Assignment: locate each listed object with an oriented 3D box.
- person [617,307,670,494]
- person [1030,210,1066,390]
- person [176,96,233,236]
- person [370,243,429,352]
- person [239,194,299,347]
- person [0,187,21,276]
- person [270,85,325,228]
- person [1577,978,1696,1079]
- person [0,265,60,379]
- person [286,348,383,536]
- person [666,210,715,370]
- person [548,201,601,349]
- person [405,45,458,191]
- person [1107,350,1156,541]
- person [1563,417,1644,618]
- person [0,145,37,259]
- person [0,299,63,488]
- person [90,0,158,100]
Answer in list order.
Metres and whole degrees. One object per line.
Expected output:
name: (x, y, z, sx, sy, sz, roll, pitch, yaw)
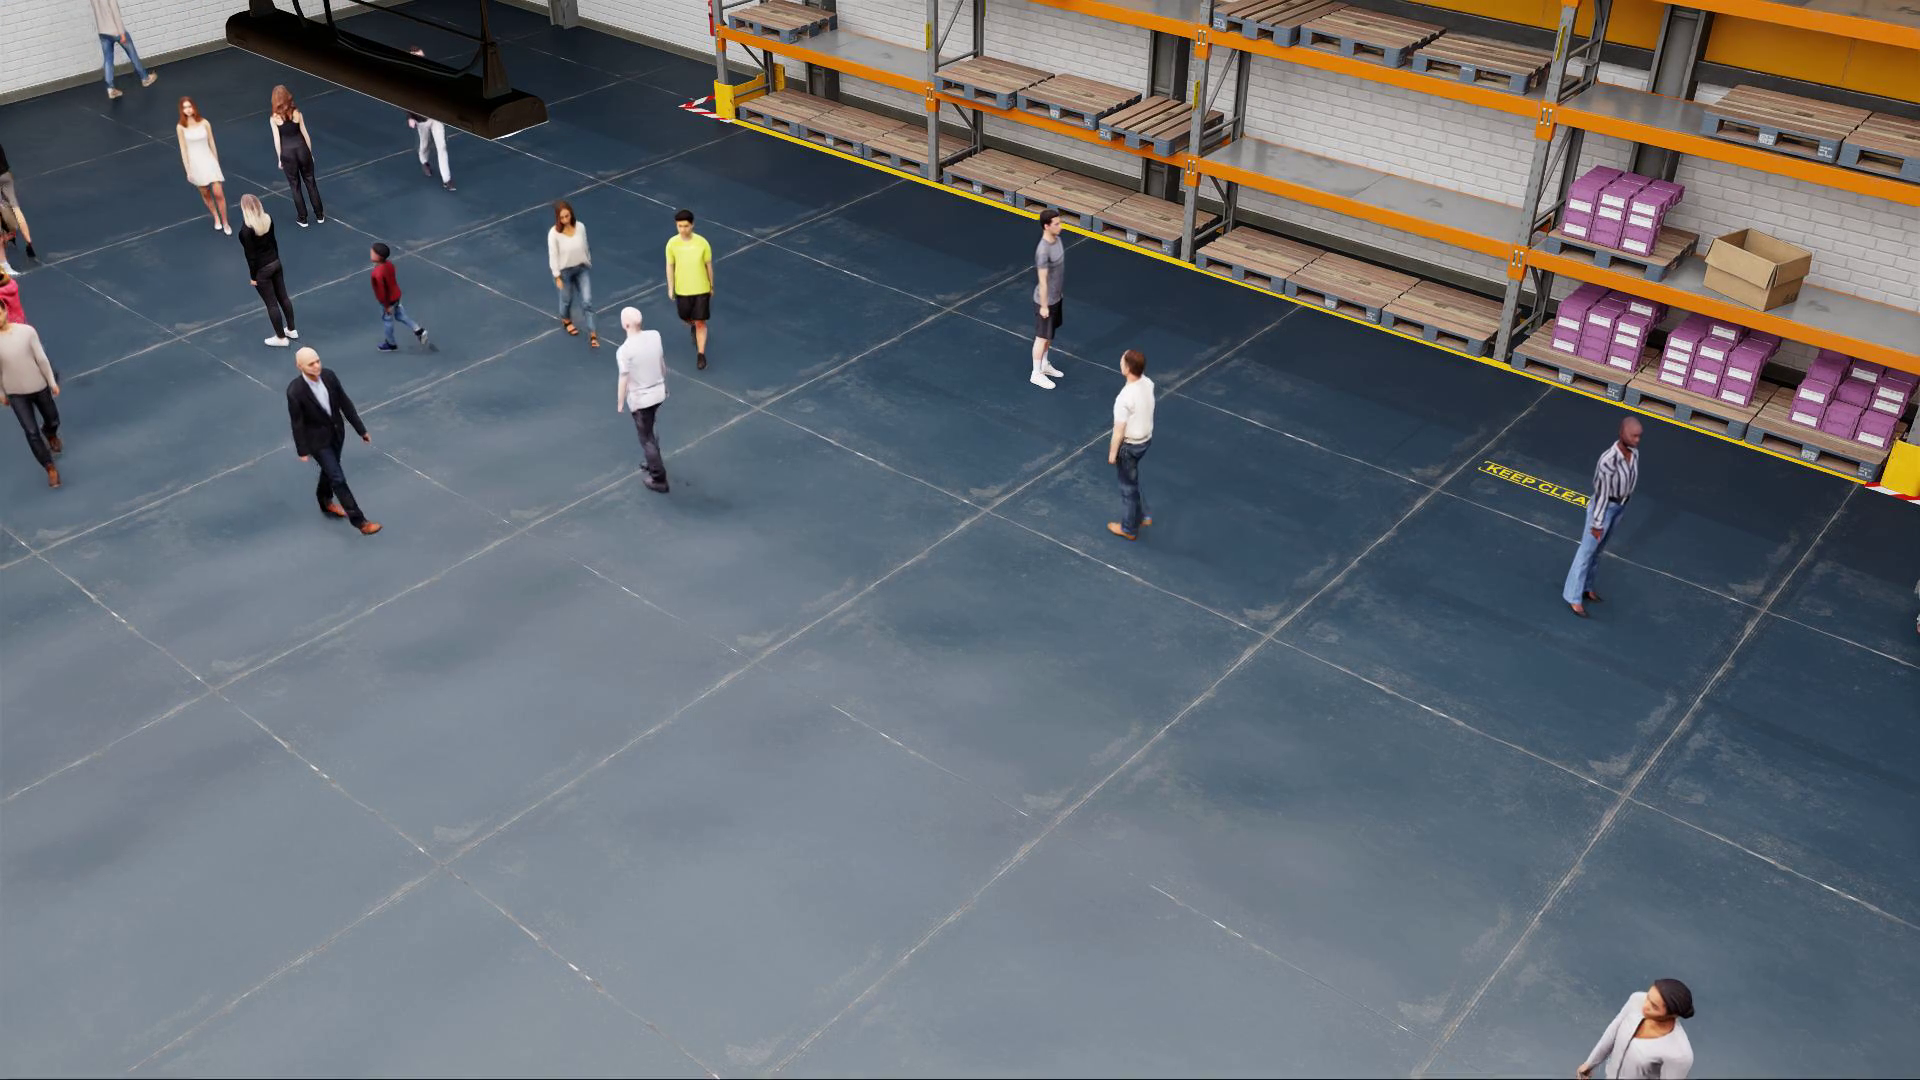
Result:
person: (-2.799, -1.257, 15.136, 0.757, 1.816, 0.726, 20, 38, 27)
person: (0.890, -2.485, 16.931, 0.655, 1.873, 0.719, 12, 36, 18)
person: (-9.243, -4.591, 20.265, 0.748, 1.691, 0.870, -13, 36, -19)
person: (-5.985, -2.566, 17.626, 0.842, 1.239, 0.711, 6, 34, 10)
person: (-7.363, -2.874, 17.685, 0.659, 1.687, 0.677, 10, 35, 15)
person: (-11.300, -3.875, 19.239, 0.902, 1.834, 0.805, 8, 34, 11)
person: (-8.153, -4.717, 20.403, 0.634, 1.748, 0.618, -20, 38, -27)
person: (3.692, 2.934, 8.930, 1.154, 1.705, 1.147, -5, 34, -8)
person: (-9.622, -2.220, 17.066, 0.959, 1.282, 0.792, 5, 34, 8)
person: (-5.645, -0.908, 14.668, 1.201, 1.752, 0.833, 17, 37, 24)
person: (-2.801, -2.679, 17.392, 1.043, 1.685, 1.089, -1, 34, -2)
person: (-4.170, -2.885, 17.745, 0.862, 1.640, 1.139, -23, 40, -30)
person: (-6.918, -5.494, 21.520, 0.901, 1.804, 1.282, -21, 39, -28)
person: (1.574, -0.789, 14.401, 0.679, 1.849, 0.692, 22, 40, 30)
person: (5.266, -0.220, 13.594, 0.643, 1.794, 0.569, -27, 42, -34)
person: (-11.247, -4.129, 19.479, 1.123, 1.791, 0.634, 25, 41, 33)
person: (-8.614, -1.428, 15.358, 0.868, 1.854, 1.111, -18, 38, -25)
person: (-12.455, -7.379, 24.314, 1.236, 1.851, 1.089, 8, 34, 12)
